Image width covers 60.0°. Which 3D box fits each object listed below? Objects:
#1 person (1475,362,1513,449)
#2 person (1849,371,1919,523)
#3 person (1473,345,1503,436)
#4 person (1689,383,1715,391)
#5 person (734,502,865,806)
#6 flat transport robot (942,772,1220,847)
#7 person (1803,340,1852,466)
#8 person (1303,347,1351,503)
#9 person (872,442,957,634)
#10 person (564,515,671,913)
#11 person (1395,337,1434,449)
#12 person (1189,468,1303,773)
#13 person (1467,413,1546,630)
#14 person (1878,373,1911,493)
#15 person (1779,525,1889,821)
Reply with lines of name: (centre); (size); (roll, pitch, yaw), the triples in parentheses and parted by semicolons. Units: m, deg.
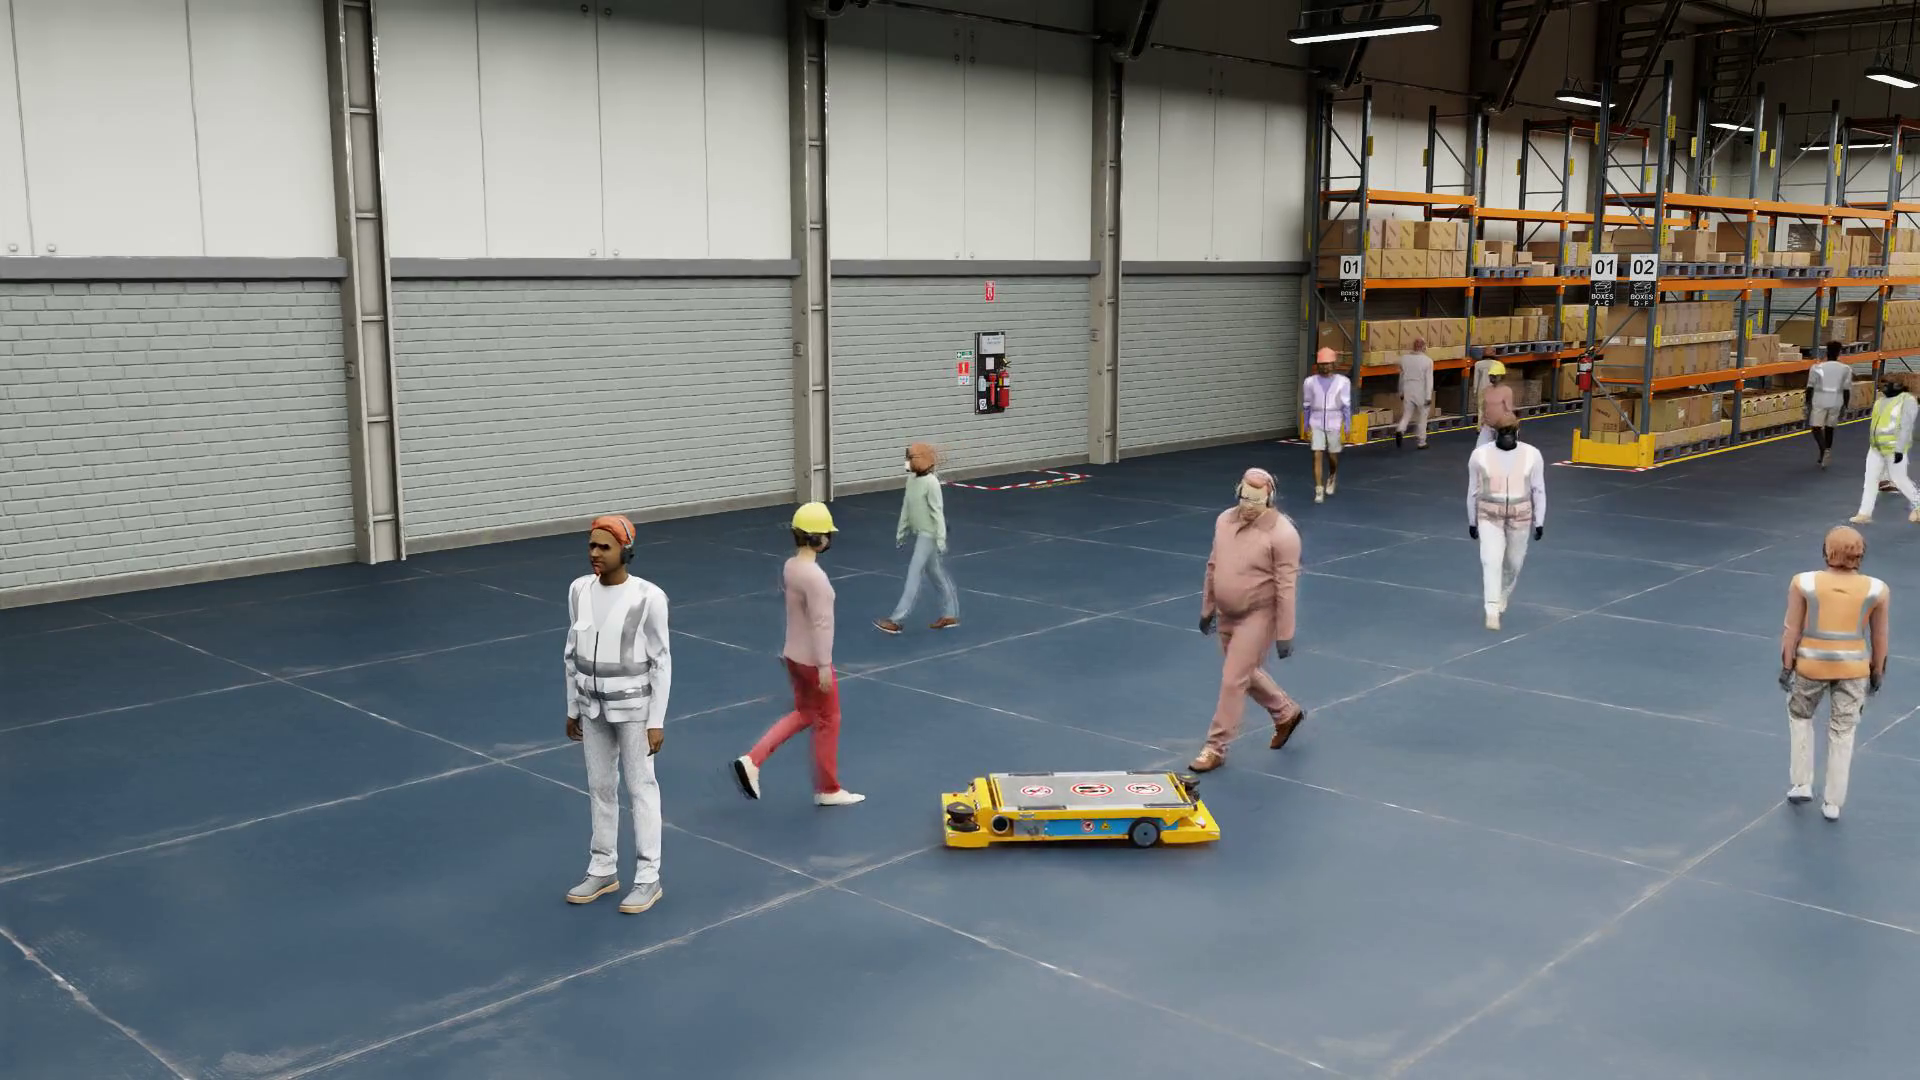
person: (7.186, -1.515, 22.432); (0.449, 1.751, 0.546); (-5, 11, -30)
person: (11.037, -1.087, 19.663); (0.841, 1.820, 0.621); (-2, 10, -13)
person: (9.491, -2.680, 29.926); (0.503, 1.631, 0.282); (3, 10, 15)
person: (13.798, -2.983, 31.011); (0.585, 1.882, 0.337); (9, 13, 43)
person: (-0.888, 0.655, 9.259); (0.652, 1.746, 0.532); (-4, 10, -25)
flat transport robot: (0.629, 1.439, 8.961); (1.431, 0.197, 0.652); (-1, 9, -3)
person: (13.164, -2.062, 25.207); (0.612, 1.947, 0.778); (2, 10, 11)
person: (4.765, -1.508, 21.636); (0.617, 2.016, 0.870); (3, 10, 16)
person: (-0.373, -0.011, 13.797); (0.851, 1.588, 0.521); (-4, 10, -23)
person: (-1.630, 0.814, 7.867); (0.575, 1.884, 0.355); (4, 10, 25)
person: (7.562, -2.429, 27.628); (0.663, 1.886, 0.663); (9, 13, 43)
person: (1.781, 0.462, 10.093); (0.872, 1.861, 0.690); (-6, 11, -31)
person: (4.661, -0.190, 14.233); (0.631, 1.817, 0.856); (2, 10, 11)
person: (12.602, -1.445, 22.461); (0.533, 1.602, 0.444); (-4, 10, -25)
person: (4.827, 0.722, 9.219); (0.538, 1.621, 0.503); (3, 10, 20)
